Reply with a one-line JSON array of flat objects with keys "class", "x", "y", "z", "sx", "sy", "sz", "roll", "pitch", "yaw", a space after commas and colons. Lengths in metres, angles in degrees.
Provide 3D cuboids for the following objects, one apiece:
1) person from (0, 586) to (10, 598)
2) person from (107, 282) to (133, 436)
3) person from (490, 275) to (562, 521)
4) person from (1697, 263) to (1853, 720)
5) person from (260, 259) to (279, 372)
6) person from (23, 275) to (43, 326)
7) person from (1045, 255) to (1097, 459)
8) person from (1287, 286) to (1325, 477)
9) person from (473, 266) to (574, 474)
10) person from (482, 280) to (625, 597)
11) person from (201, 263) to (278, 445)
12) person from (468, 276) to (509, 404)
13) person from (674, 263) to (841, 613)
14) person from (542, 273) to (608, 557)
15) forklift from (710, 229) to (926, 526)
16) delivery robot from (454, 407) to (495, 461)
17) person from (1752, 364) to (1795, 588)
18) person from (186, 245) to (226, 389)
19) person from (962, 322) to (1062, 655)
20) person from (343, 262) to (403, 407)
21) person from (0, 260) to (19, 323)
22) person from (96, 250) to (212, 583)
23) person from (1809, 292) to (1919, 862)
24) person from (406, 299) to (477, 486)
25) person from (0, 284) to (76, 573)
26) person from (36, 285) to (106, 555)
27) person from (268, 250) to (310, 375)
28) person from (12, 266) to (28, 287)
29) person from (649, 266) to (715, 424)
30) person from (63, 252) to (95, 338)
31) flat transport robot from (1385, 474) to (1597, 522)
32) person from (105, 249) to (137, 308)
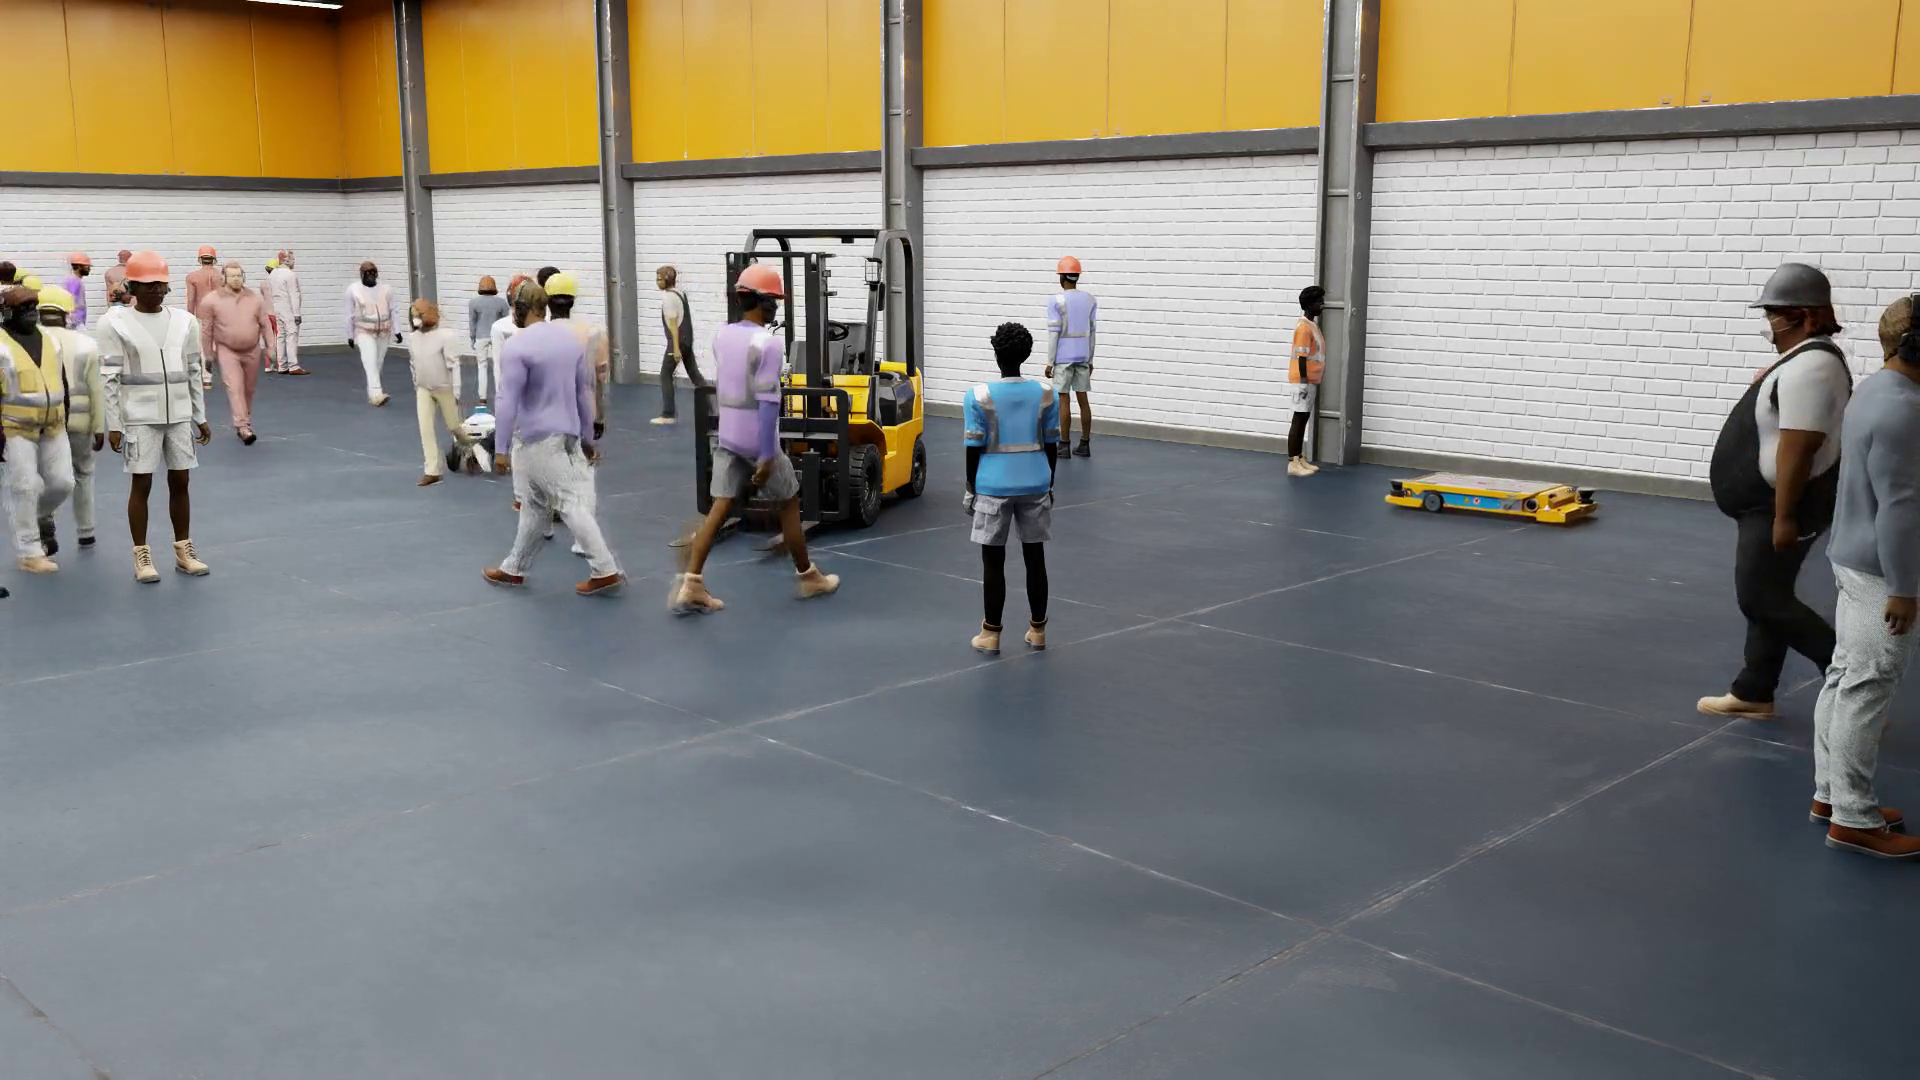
[{"class": "person", "x": -6.072, "y": -0.589, "z": 9.731, "sx": 0.849, "sy": 1.915, "sz": 0.562, "roll": 2, "pitch": 11, "yaw": 13}, {"class": "person", "x": -8.932, "y": -1.930, "z": 17.771, "sx": 0.312, "sy": 1.636, "sz": 0.520, "roll": -9, "pitch": 14, "yaw": -40}, {"class": "person", "x": -3.203, "y": -1.067, "z": 12.513, "sx": 0.583, "sy": 1.849, "sz": 0.934, "roll": -4, "pitch": 11, "yaw": -23}, {"class": "person", "x": 3.586, "y": -0.178, "z": 7.113, "sx": 0.709, "sy": 2.000, "sz": 0.691, "roll": 6, "pitch": 12, "yaw": 30}, {"class": "person", "x": -10.646, "y": -3.478, "z": 25.891, "sx": 0.522, "sy": 1.759, "sz": 0.349, "roll": 5, "pitch": 11, "yaw": 24}, {"class": "person", "x": -9.476, "y": -1.858, "z": 17.147, "sx": 0.484, "sy": 1.726, "sz": 0.523, "roll": -6, "pitch": 12, "yaw": -30}, {"class": "person", "x": 1.043, "y": -1.747, "z": 15.950, "sx": 0.547, "sy": 1.938, "sz": 0.379, "roll": -6, "pitch": 12, "yaw": -29}, {"class": "person", "x": 3.081, "y": -1.412, "z": 14.803, "sx": 0.318, "sy": 1.691, "sz": 0.531, "roll": 3, "pitch": 11, "yaw": 18}, {"class": "person", "x": -3.843, "y": -1.497, "z": 14.809, "sx": 0.940, "sy": 1.873, "sz": 0.613, "roll": -1, "pitch": 10, "yaw": -6}, {"class": "person", "x": -2.441, "y": -0.591, "z": 9.870, "sx": 1.020, "sy": 1.880, "sz": 0.685, "roll": 4, "pitch": 11, "yaw": 21}, {"class": "person", "x": -7.410, "y": -1.920, "z": 17.141, "sx": 0.664, "sy": 1.848, "sz": 1.040, "roll": -9, "pitch": 13, "yaw": -39}, {"class": "person", "x": -5.954, "y": -2.528, "z": 21.069, "sx": 0.494, "sy": 1.624, "sz": 0.282, "roll": -4, "pitch": 11, "yaw": -18}, {"class": "person", "x": -1.197, "y": -0.577, "z": 9.482, "sx": 0.605, "sy": 1.982, "sz": 1.101, "roll": 9, "pitch": 14, "yaw": 42}, {"class": "person", "x": -2.692, "y": -0.859, "z": 11.290, "sx": 0.600, "sy": 1.865, "sz": 0.987, "roll": -5, "pitch": 11, "yaw": -25}, {"class": "forklift", "x": -1.050, "y": -1.319, "z": 12.920, "sx": 1.214, "sy": 2.155, "sz": 2.313, "roll": 2, "pitch": 11, "yaw": 13}, {"class": "delivery robot", "x": -4.402, "y": -0.984, "z": 15.306, "sx": 0.477, "sy": 0.478, "sz": 0.707, "roll": 0, "pitch": 10, "yaw": -1}, {"class": "person", "x": 4.644, "y": -0.416, "z": 9.300, "sx": 0.313, "sy": 1.729, "sz": 0.552, "roll": -5, "pitch": 12, "yaw": -26}, {"class": "person", "x": -10.443, "y": -3.108, "z": 23.216, "sx": 0.625, "sy": 1.992, "sz": 0.386, "roll": -6, "pitch": 12, "yaw": -30}, {"class": "person", "x": 0.260, "y": -0.256, "z": 8.482, "sx": 0.535, "sy": 1.697, "sz": 0.318, "roll": -4, "pitch": 11, "yaw": -19}, {"class": "person", "x": -7.326, "y": -2.576, "z": 20.865, "sx": 0.623, "sy": 1.791, "sz": 0.932, "roll": -9, "pitch": 14, "yaw": -42}, {"class": "person", "x": -10.680, "y": -2.213, "z": 18.721, "sx": 0.546, "sy": 1.852, "sz": 0.415, "roll": -7, "pitch": 12, "yaw": -33}, {"class": "person", "x": -4.950, "y": -0.760, "z": 10.286, "sx": 0.385, "sy": 2.039, "sz": 0.616, "roll": 9, "pitch": 14, "yaw": 41}, {"class": "person", "x": 3.212, "y": 0.118, "z": 5.776, "sx": 0.370, "sy": 1.941, "sz": 0.627, "roll": 4, "pitch": 11, "yaw": 19}, {"class": "person", "x": -4.510, "y": -1.302, "z": 14.452, "sx": 0.534, "sy": 1.595, "sz": 0.789, "roll": 3, "pitch": 11, "yaw": 15}, {"class": "person", "x": -5.926, "y": -0.699, "z": 10.546, "sx": 0.508, "sy": 1.830, "sz": 0.635, "roll": 5, "pitch": 12, "yaw": 26}, {"class": "person", "x": -5.999, "y": -0.787, "z": 11.071, "sx": 0.593, "sy": 1.808, "sz": 0.692, "roll": -5, "pitch": 11, "yaw": -24}, {"class": "person", "x": -10.287, "y": -3.482, "z": 25.505, "sx": 0.648, "sy": 1.904, "sz": 0.401, "roll": 8, "pitch": 13, "yaw": 38}, {"class": "person", "x": -11.386, "y": -2.450, "z": 20.270, "sx": 0.372, "sy": 1.752, "sz": 0.549, "roll": 2, "pitch": 11, "yaw": 12}, {"class": "person", "x": -3.109, "y": -2.196, "z": 18.831, "sx": 0.710, "sy": 1.805, "sz": 0.594, "roll": 3, "pitch": 11, "yaw": 16}, {"class": "person", "x": -11.952, "y": -2.962, "z": 22.698, "sx": 0.923, "sy": 1.887, "sz": 0.567, "roll": -6, "pitch": 12, "yaw": -31}, {"class": "flat transport robot", "x": 4.092, "y": -0.343, "z": 12.844, "sx": 1.431, "sy": 0.197, "sz": 0.652, "roll": 9, "pitch": 14, "yaw": 40}, {"class": "person", "x": -13.553, "y": -3.780, "z": 27.152, "sx": 0.639, "sy": 1.900, "sz": 0.403, "roll": -4, "pitch": 11, "yaw": -19}]
